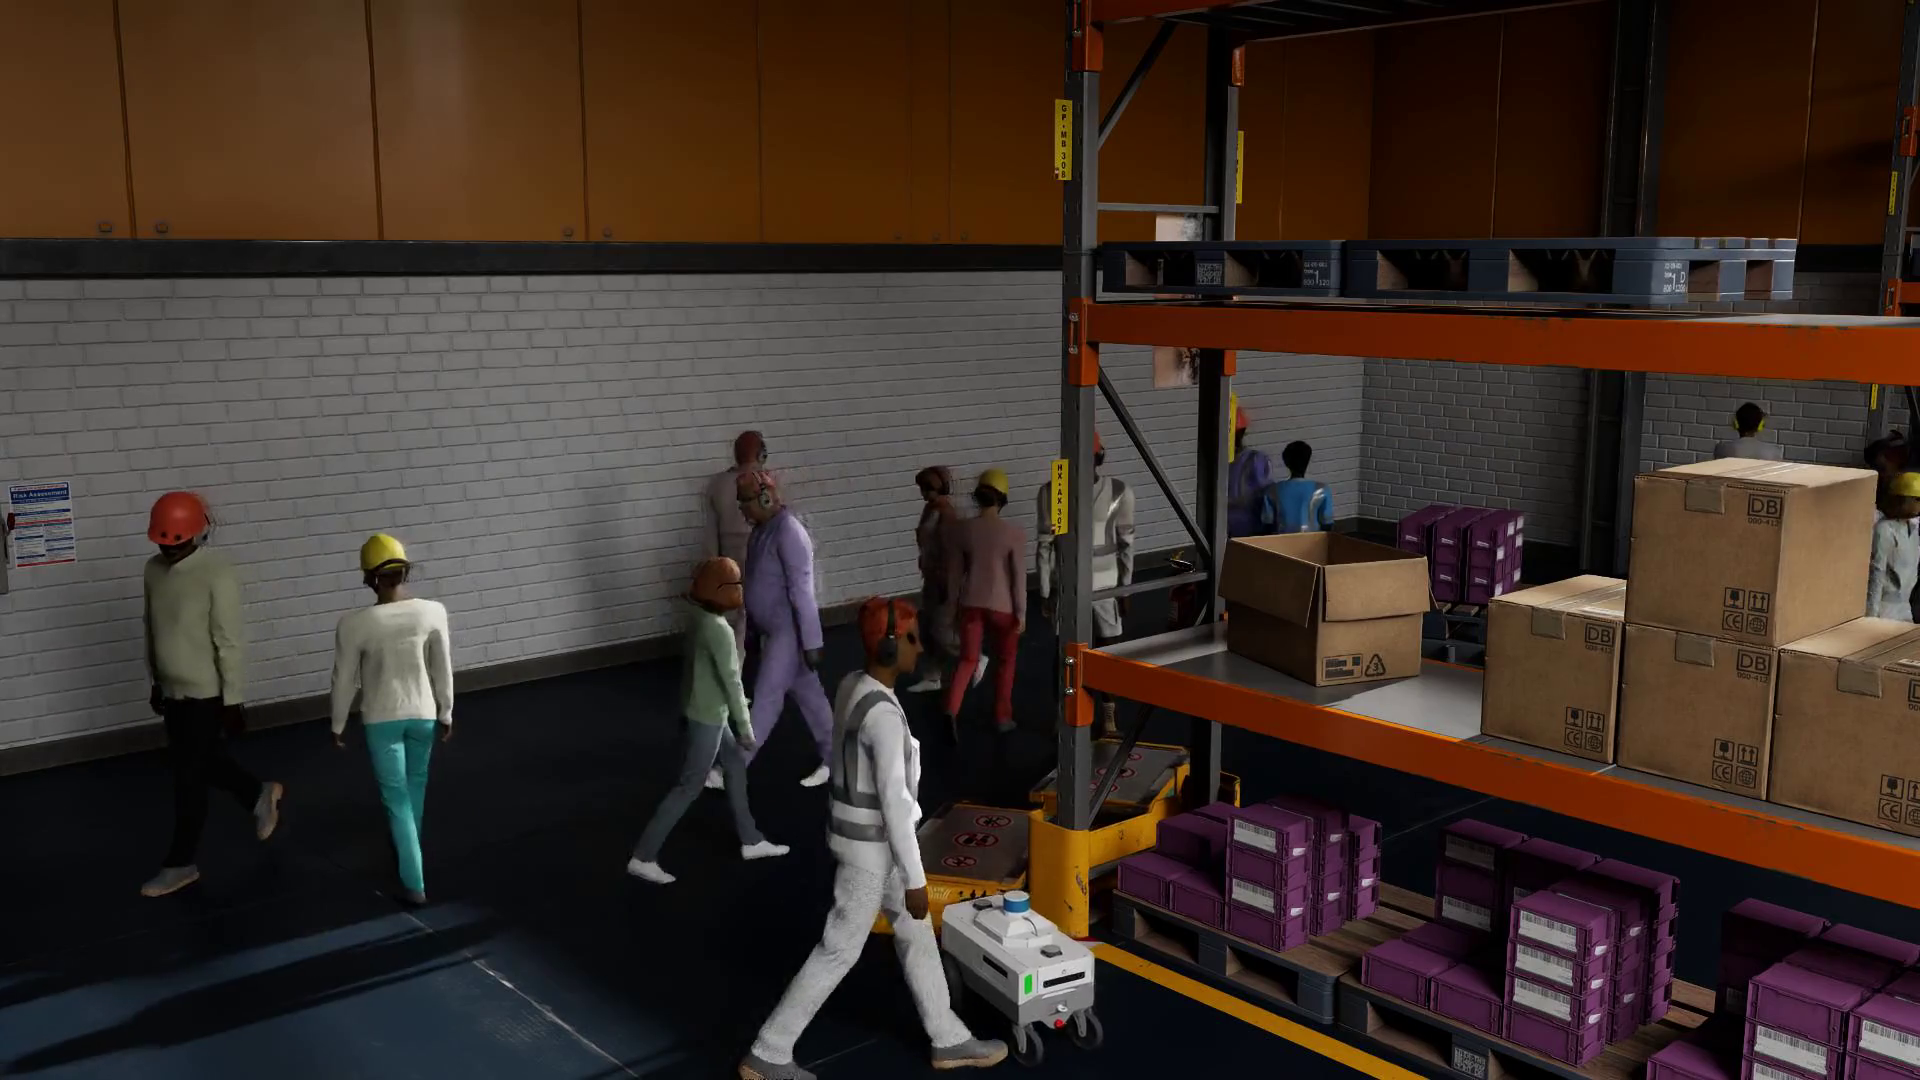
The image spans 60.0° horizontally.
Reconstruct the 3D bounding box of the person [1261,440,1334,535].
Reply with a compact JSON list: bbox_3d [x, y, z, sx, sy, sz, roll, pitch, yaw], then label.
[{"bbox_3d":[2.458,0.108,12.272,0.535,1.679,0.574,5,11,25],"label":"person"}]

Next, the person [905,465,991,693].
[{"bbox_3d":[-0.091,0.281,11.439,0.479,1.621,0.557,-3,10,-17],"label":"person"}]

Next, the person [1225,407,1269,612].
[{"bbox_3d":[1.992,-0.058,12.613,0.873,1.899,0.584,-6,11,-32],"label":"person"}]

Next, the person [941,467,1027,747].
[{"bbox_3d":[0.143,0.419,10.323,0.536,1.735,0.788,4,11,23],"label":"person"}]

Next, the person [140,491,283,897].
[{"bbox_3d":[-3.667,0.697,8.114,0.656,1.945,0.813,5,11,28],"label":"person"}]

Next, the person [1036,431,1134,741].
[{"bbox_3d":[0.771,0.278,10.338,0.608,2.021,0.504,2,10,9],"label":"person"}]

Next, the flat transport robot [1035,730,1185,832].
[{"bbox_3d":[0.867,1.346,9.171,0.652,0.197,1.431,4,10,20],"label":"flat transport robot"}]

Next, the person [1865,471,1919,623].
[{"bbox_3d":[5.717,0.417,10.345,0.496,1.721,0.557,-7,12,-35],"label":"person"}]

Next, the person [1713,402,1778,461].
[{"bbox_3d":[6.389,-0.203,13.619,0.535,1.852,0.486,3,10,15],"label":"person"}]

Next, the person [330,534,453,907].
[{"bbox_3d":[-2.735,0.828,7.916,0.535,1.732,0.782,-8,13,-41],"label":"person"}]

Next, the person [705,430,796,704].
[{"bbox_3d":[-1.420,0.178,11.415,0.649,1.852,1.039,6,12,32],"label":"person"}]

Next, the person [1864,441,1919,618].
[{"bbox_3d":[6.041,0.268,10.891,0.576,1.843,0.976,4,11,23],"label":"person"}]

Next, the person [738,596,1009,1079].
[{"bbox_3d":[-0.347,1.111,6.008,1.010,1.839,0.595,-2,10,-11],"label":"person"}]

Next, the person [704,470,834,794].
[{"bbox_3d":[-1.082,0.529,9.348,1.015,1.842,0.686,-3,10,-19],"label":"person"}]

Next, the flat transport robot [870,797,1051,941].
[{"bbox_3d":[0.064,1.553,7.958,0.652,0.197,1.431,3,10,17],"label":"flat transport robot"}]

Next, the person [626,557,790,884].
[{"bbox_3d":[-1.262,0.870,8.122,0.857,1.585,0.500,-5,11,-25],"label":"person"}]

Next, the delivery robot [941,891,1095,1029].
[{"bbox_3d":[0.220,1.615,6.494,0.477,0.478,0.707,-5,11,-29],"label":"delivery robot"}]
